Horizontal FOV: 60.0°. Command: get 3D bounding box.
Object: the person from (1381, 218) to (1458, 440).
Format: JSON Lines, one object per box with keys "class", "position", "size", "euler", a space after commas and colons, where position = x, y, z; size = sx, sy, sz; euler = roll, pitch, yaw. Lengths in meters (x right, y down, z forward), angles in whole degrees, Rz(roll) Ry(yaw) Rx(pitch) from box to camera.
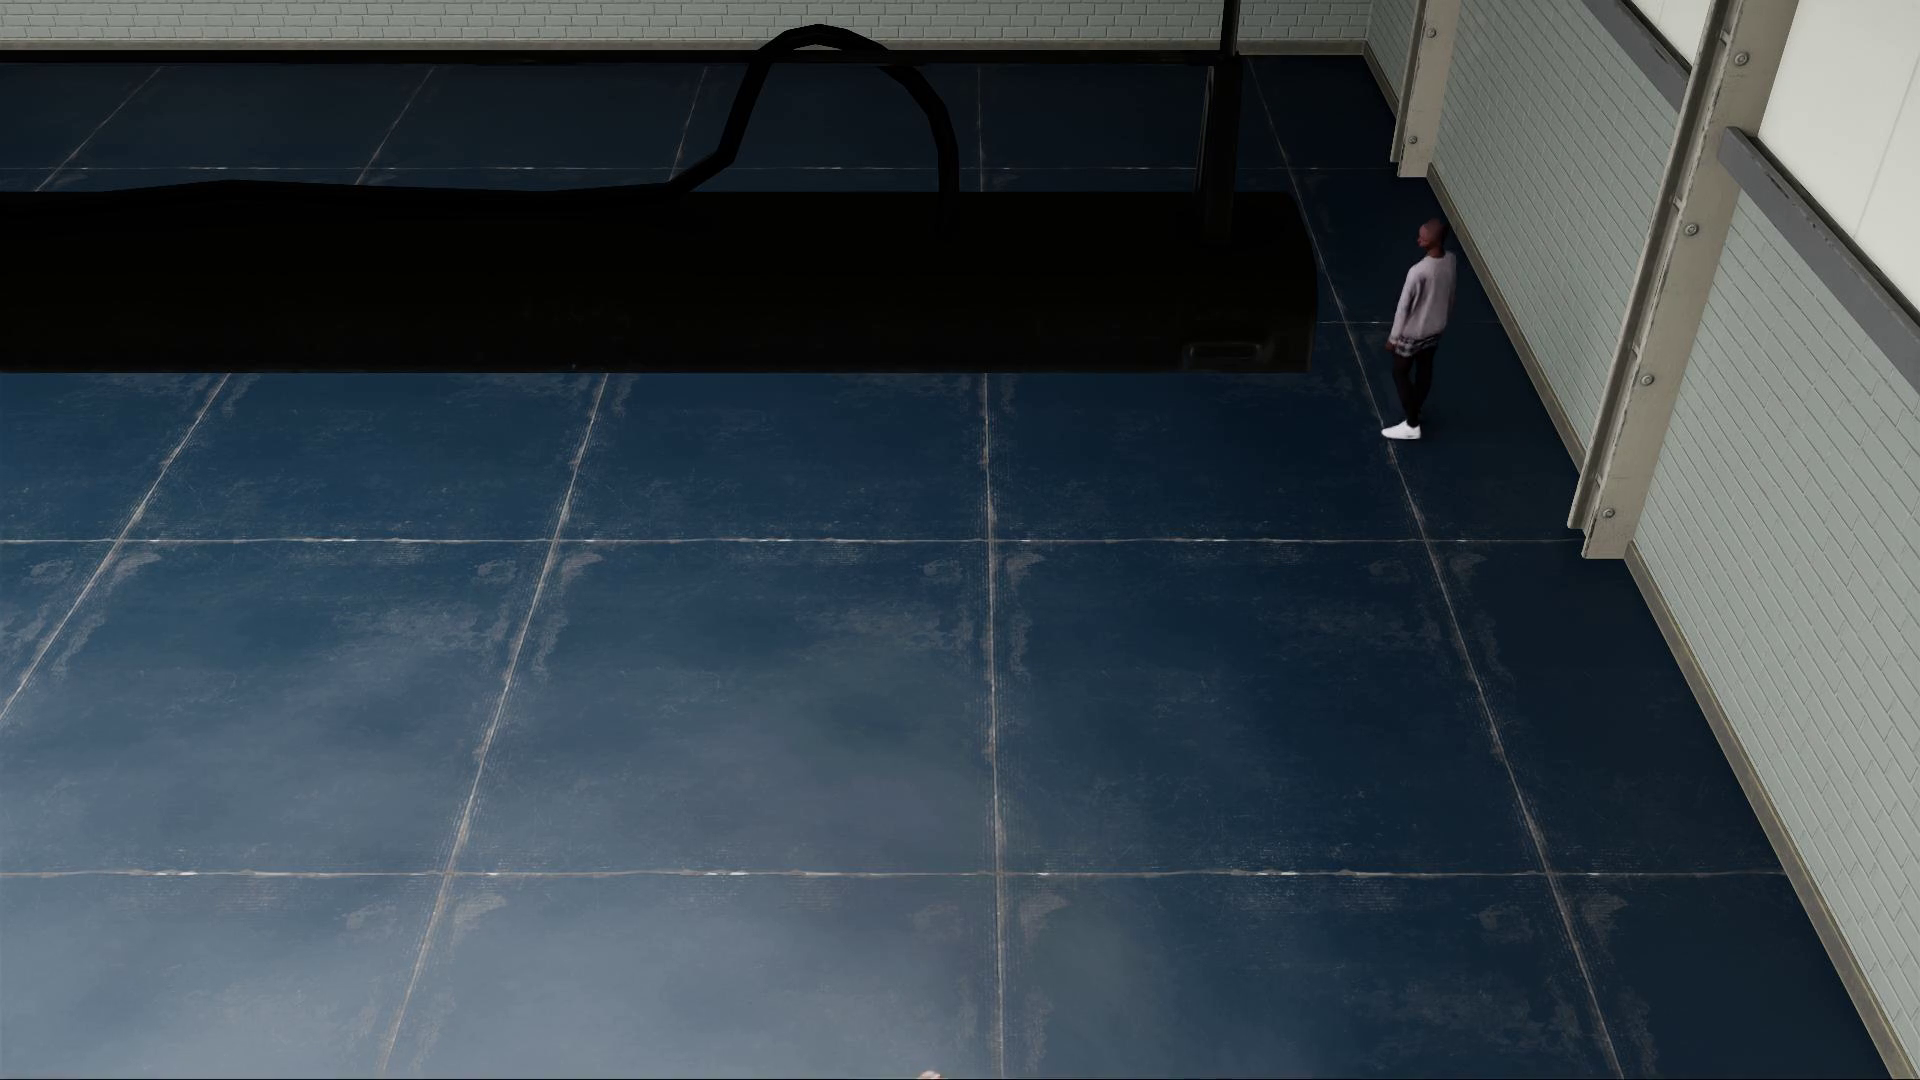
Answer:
{"class": "person", "position": [3.354, -1.513, 11.982], "size": [0.828, 1.759, 0.816], "euler": [-13, 39, -16]}
